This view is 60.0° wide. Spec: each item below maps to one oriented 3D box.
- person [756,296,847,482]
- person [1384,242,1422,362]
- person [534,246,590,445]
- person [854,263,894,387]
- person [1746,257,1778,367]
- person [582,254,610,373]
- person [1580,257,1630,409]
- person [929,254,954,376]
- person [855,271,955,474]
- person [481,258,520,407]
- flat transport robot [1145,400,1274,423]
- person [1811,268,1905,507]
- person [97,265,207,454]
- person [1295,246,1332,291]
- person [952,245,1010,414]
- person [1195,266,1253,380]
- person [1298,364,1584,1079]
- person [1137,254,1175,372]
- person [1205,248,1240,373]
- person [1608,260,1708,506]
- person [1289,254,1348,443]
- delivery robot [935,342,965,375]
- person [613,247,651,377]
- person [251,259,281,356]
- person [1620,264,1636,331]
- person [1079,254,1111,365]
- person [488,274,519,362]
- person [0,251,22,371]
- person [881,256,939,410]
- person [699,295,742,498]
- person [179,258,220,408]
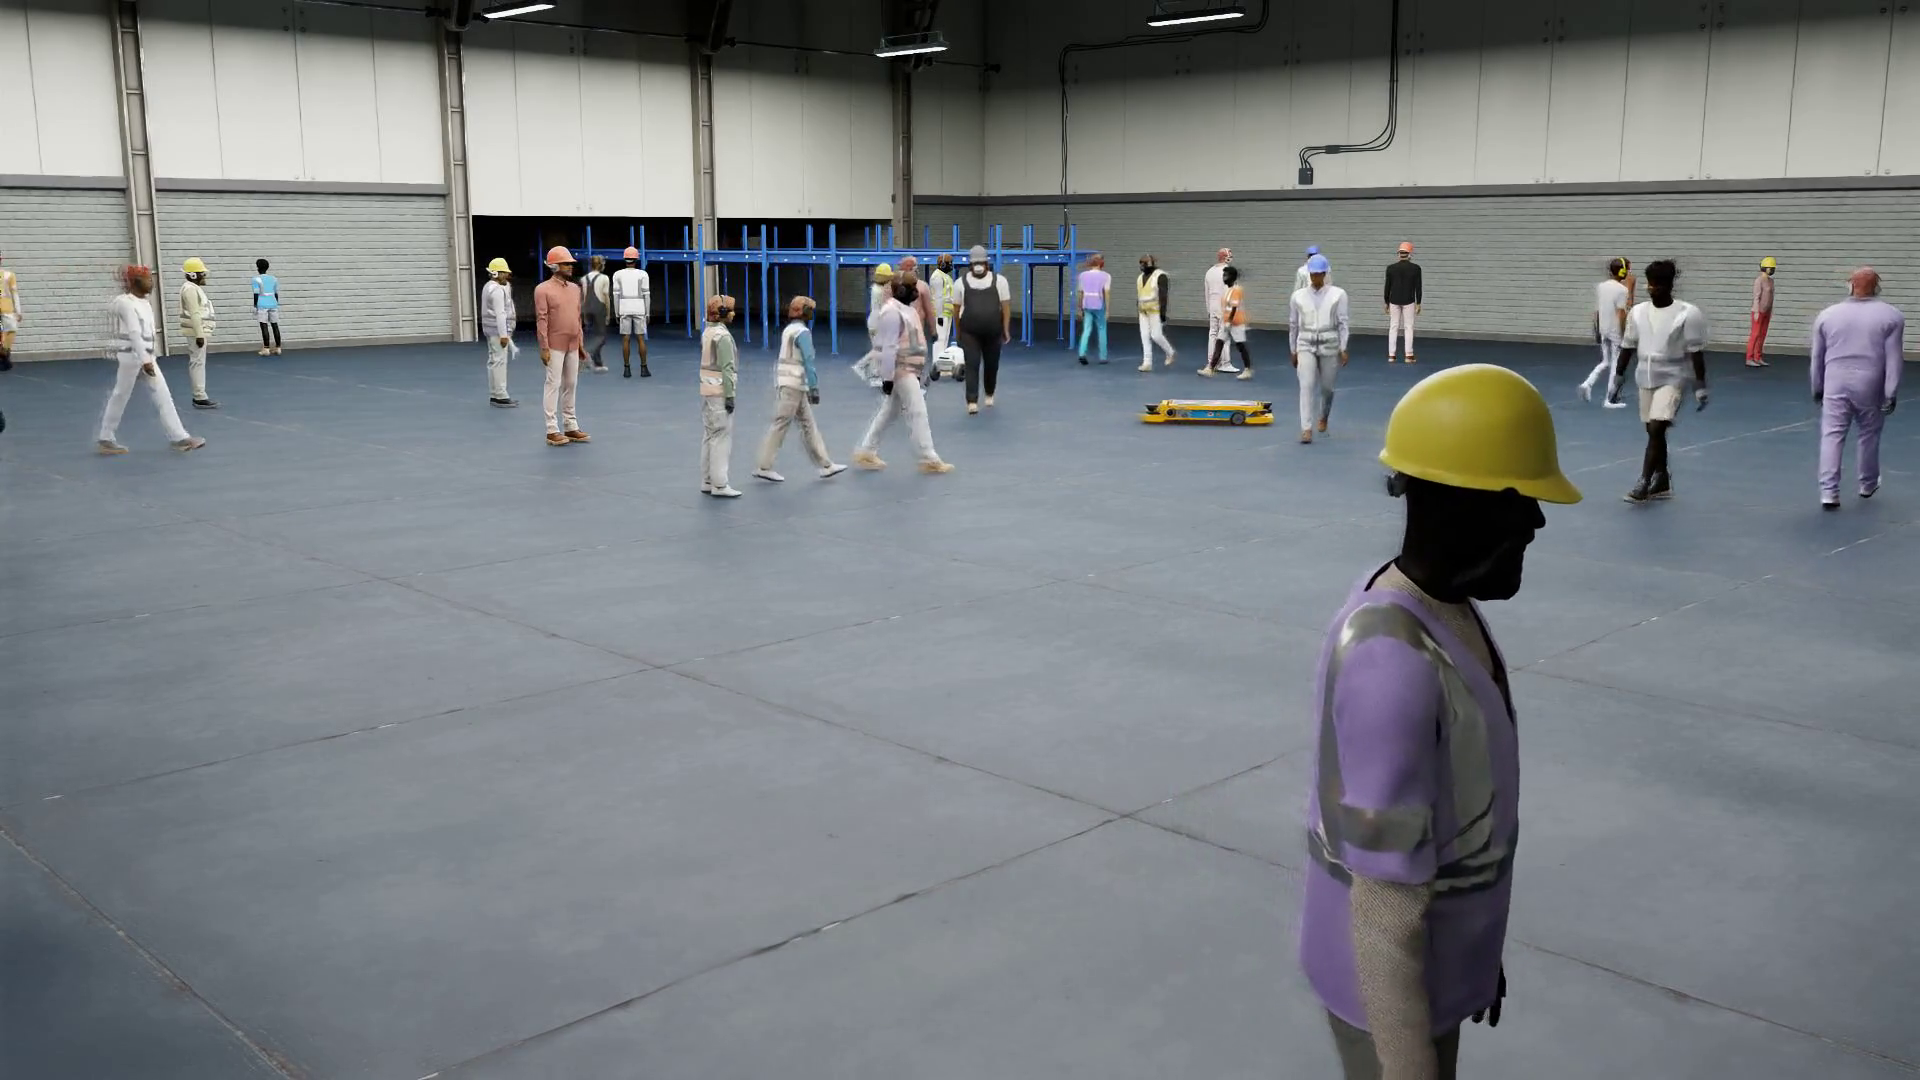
[{"bbox_3d":[-1.397,-1.305,14.375,0.830,1.582,0.583,-3,11,-17],"label":"person"},{"bbox_3d":[7.435,-3.986,27.896,0.623,1.989,0.400,6,12,29],"label":"person"},{"bbox_3d":[-4.060,-1.986,16.973,0.374,1.997,0.613,6,12,29],"label":"person"},{"bbox_3d":[-1.201,-3.025,23.374,0.559,1.725,0.500,2,11,10],"label":"person"},{"bbox_3d":[13.001,-3.686,26.906,0.517,1.757,0.336,-9,13,-39],"label":"person"},{"bbox_3d":[-5.640,-3.478,25.617,0.532,1.828,0.631,5,12,26],"label":"person"},{"bbox_3d":[7.949,-2.538,20.394,0.522,1.848,0.531,-4,11,-21],"label":"person"},{"bbox_3d":[-0.246,-3.412,25.216,0.430,1.835,0.619,3,11,14],"label":"person"},{"bbox_3d":[-0.532,-1.513,14.947,0.940,1.801,0.635,2,11,10],"label":"person"},{"bbox_3d":[-5.729,-2.582,20.689,0.404,1.829,0.592,-6,12,-28],"label":"person"},{"bbox_3d":[2.848,-1.473,19.008,1.431,0.197,0.652,2,10,8],"label":"flat transport robot"},{"bbox_3d":[7.052,-1.201,13.093,0.664,1.844,1.018,8,13,37],"label":"person"},{"bbox_3d":[-7.956,-1.744,16.146,1.044,1.826,0.582,0,10,2],"label":"person"},{"bbox_3d":[6.149,-4.111,28.776,0.734,1.919,0.560,2,11,12],"label":"person"},{"bbox_3d":[0.252,-2.568,20.150,0.686,2.000,0.916,-1,10,-4],"label":"person"},{"bbox_3d":[3.917,-3.169,24.354,0.861,1.646,0.544,-3,11,-18],"label":"person"},{"bbox_3d":[0.736,0.682,2.640,0.383,1.923,0.601,4,11,20],"label":"person"},{"bbox_3d":[3.045,-3.556,26.029,0.612,1.821,0.645,-8,13,-38],"label":"person"},{"bbox_3d":[4.094,-3.564,25.827,0.406,1.911,0.639,-7,12,-32],"label":"person"},{"bbox_3d":[5.465,-1.237,13.103,0.927,1.905,0.742,-7,12,-33],"label":"person"},{"bbox_3d":[3.718,-2.000,17.264,0.601,1.926,0.849,2,11,13],"label":"person"},{"bbox_3d":[-0.088,-2.672,24.513,0.477,0.478,0.707,5,11,24],"label":"delivery robot"},{"bbox_3d":[-4.924,-3.428,24.997,0.547,1.938,0.377,0,10,-1],"label":"person"},{"bbox_3d":[-12.256,-4.108,29.369,0.320,1.695,0.537,6,12,29],"label":"person"},{"bbox_3d":[12.229,-4.330,30.734,0.515,1.640,0.315,-3,11,-17],"label":"person"},{"bbox_3d":[2.195,-3.789,27.363,0.579,1.825,0.858,5,12,27],"label":"person"},{"bbox_3d":[-7.473,-3.656,27.085,0.413,1.619,0.524,5,11,25],"label":"person"},{"bbox_3d":[-15.062,-3.618,26.084,0.571,1.923,0.543,-3,11,-16],"label":"person"},{"bbox_3d":[-0.611,-2.549,20.458,0.640,1.849,1.037,5,12,27],"label":"person"},{"bbox_3d":[-1.964,-1.174,13.554,0.317,1.630,0.516,-5,12,-27],"label":"person"},{"bbox_3d":[-9.407,-2.561,20.557,0.403,1.835,0.586,-5,12,-27],"label":"person"}]
